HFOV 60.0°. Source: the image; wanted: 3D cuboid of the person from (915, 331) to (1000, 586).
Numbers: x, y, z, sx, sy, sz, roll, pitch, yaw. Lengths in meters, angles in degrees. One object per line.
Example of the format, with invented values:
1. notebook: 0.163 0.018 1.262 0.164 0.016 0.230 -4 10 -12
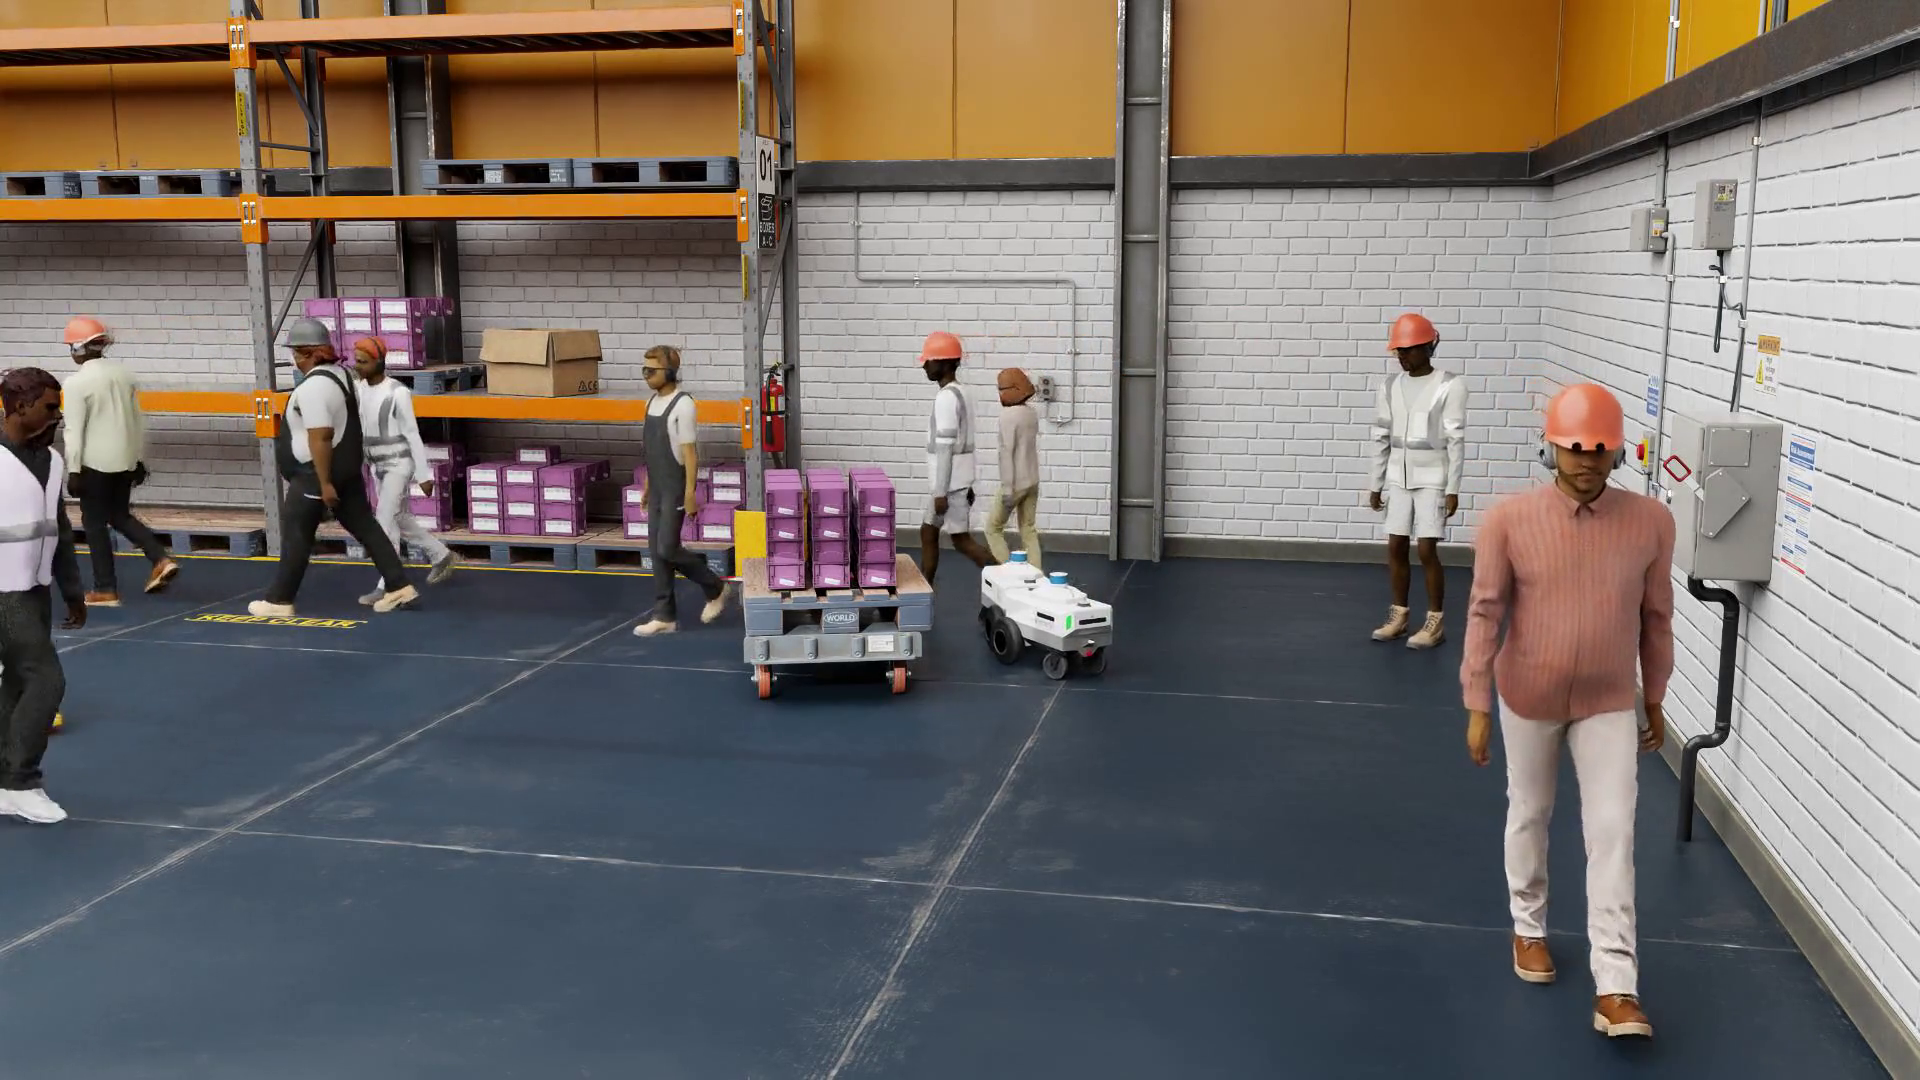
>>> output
1. person: 0.005 -0.398 10.738 0.934 1.906 0.543 1 9 7

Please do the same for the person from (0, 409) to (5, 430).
1. person: -6.329 -0.344 10.849 0.691 1.748 0.523 0 9 3

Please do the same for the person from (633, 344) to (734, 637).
1. person: -1.783 -0.310 10.406 0.544 1.828 0.516 -7 12 -36

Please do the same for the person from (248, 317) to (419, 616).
1. person: -4.144 -0.505 10.950 1.061 2.000 0.679 1 9 4

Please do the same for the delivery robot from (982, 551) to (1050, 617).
1. delivery robot: 0.363 0.310 10.226 0.477 0.478 0.707 -2 10 -12

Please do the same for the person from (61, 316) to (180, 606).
1. person: -5.747 -0.528 11.281 0.610 1.971 0.658 2 10 12

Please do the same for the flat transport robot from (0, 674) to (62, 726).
1. flat transport robot: -5.184 0.794 8.442 1.431 0.197 0.652 8 13 42

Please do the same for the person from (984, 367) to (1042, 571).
1. person: 0.353 -0.354 11.249 0.468 1.623 0.522 6 11 34

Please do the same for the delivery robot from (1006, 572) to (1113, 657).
1. delivery robot: 0.564 0.429 9.510 0.477 0.478 0.707 -5 11 -29

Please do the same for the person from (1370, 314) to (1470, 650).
1. person: 2.758 -0.353 10.089 0.400 2.022 0.642 -7 12 -38

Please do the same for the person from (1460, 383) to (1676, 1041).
1. person: 1.866 0.511 5.068 0.660 1.950 0.957 1 10 9

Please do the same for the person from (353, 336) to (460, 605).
1. person: -3.843 -0.501 11.541 0.586 1.847 0.805 8 12 40

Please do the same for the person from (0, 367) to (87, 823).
1. person: -3.882 0.235 6.940 0.583 1.887 0.636 0 9 2
